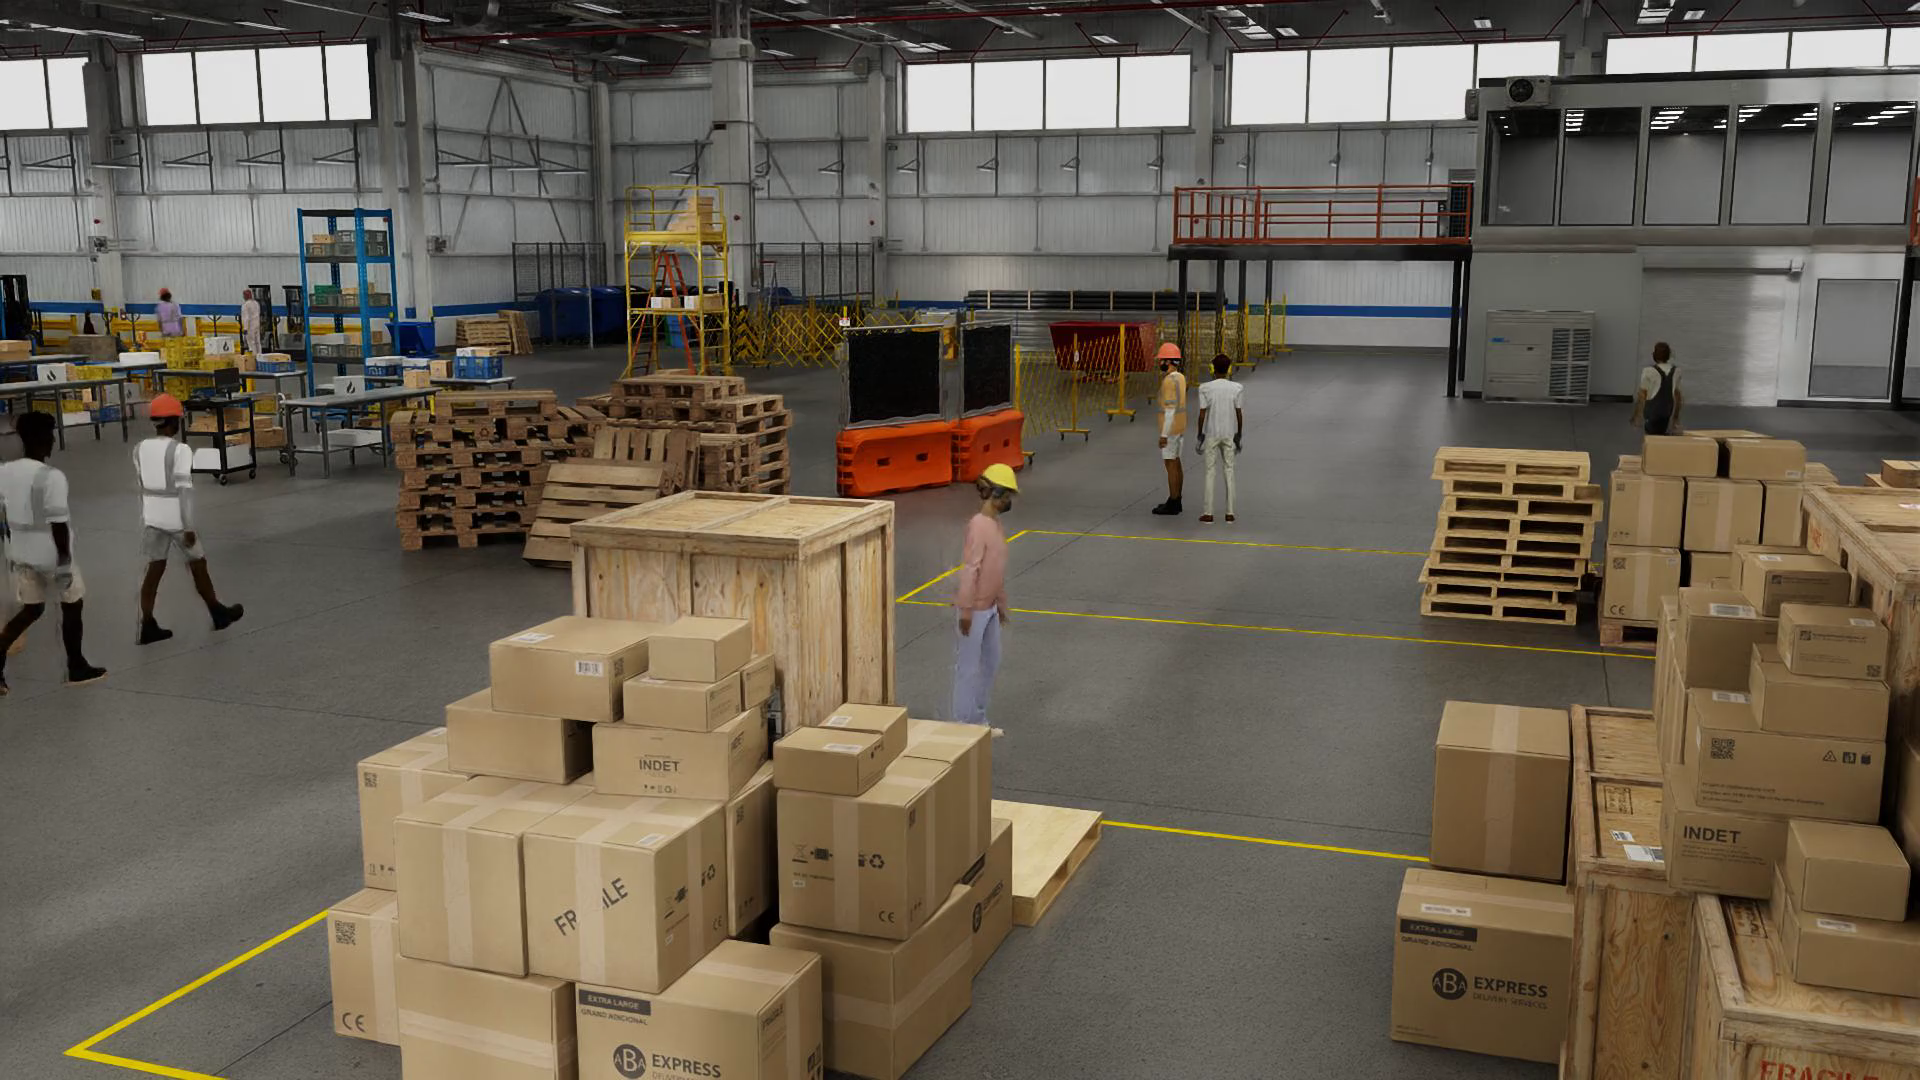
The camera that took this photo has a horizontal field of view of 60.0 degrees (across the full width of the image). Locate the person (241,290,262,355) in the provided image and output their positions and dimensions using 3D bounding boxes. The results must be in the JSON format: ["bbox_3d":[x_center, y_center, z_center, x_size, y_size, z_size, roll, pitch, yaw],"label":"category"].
[{"bbox_3d":[-17.936,-5.361,42.030,0.399,1.902,0.643,1,10,7],"label":"person"}]

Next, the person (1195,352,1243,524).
[{"bbox_3d":[2.830,-1.109,18.167,0.533,1.871,0.320,-1,10,-5],"label":"person"}]

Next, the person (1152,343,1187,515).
[{"bbox_3d":[2.361,-1.250,18.764,0.364,1.939,0.542,4,11,22],"label":"person"}]

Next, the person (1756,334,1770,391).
[{"bbox_3d":[15.517,-3.480,32.147,0.286,1.636,0.499,-2,10,-14],"label":"person"}]

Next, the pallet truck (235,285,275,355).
[{"bbox_3d":[-18.327,-5.835,44.421,0.823,1.965,1.885,4,11,23],"label":"pallet truck"}]

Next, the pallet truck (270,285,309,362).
[{"bbox_3d":[-17.147,-5.700,43.663,0.823,1.965,1.885,3,11,17],"label":"pallet truck"}]

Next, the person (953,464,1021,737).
[{"bbox_3d":[0.136,0.424,9.949,0.350,1.726,0.655,3,10,16],"label":"person"}]

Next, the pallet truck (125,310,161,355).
[{"bbox_3d":[-22.038,-5.665,45.457,0.704,1.261,1.522,3,11,17],"label":"pallet truck"}]

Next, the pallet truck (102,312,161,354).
[{"bbox_3d":[-23.057,-5.777,46.261,0.680,1.201,1.601,3,11,19],"label":"pallet truck"}]

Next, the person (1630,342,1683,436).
[{"bbox_3d":[8.732,-1.570,20.910,0.531,1.824,0.665,-1,10,-7],"label":"person"}]

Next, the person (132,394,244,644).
[{"bbox_3d":[-6.047,-0.181,12.881,0.570,1.891,0.891,4,11,19],"label":"person"}]

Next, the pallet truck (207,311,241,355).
[{"bbox_3d":[-19.537,-5.575,44.913,0.653,1.274,1.630,3,11,19],"label":"pallet truck"}]

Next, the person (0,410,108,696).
[{"bbox_3d":[-6.244,0.094,11.203,0.622,1.938,0.832,4,11,21],"label":"person"}]

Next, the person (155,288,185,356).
[{"bbox_3d":[-18.581,-4.922,39.209,0.651,2.025,0.434,0,10,2],"label":"person"}]

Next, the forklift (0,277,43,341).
[{"bbox_3d":[-27.151,-6.329,46.328,1.157,1.987,2.680,3,11,17],"label":"forklift"}]
